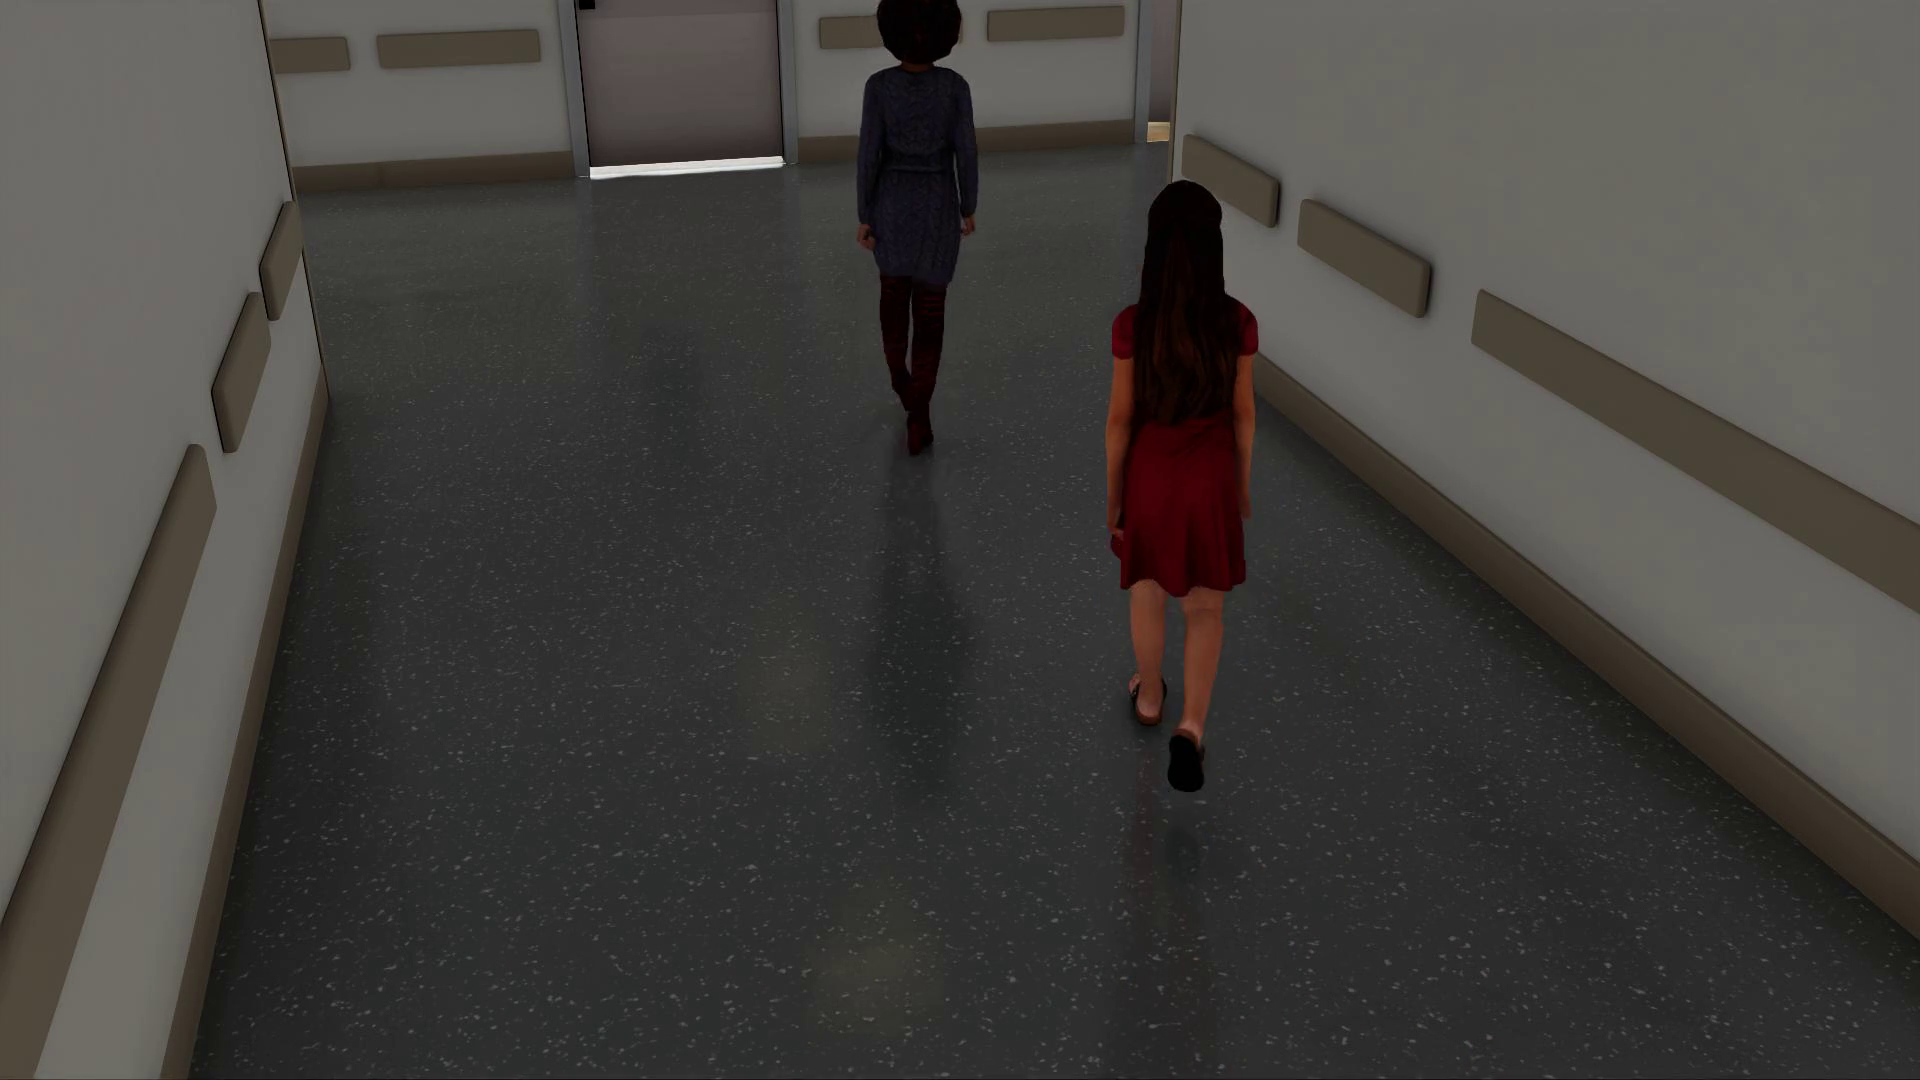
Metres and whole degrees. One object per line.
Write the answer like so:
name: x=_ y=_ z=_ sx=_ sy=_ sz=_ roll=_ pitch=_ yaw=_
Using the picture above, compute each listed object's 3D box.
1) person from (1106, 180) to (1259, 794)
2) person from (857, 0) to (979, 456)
person: x=0.556 y=-0.104 z=4.165 sx=0.964 sy=1.534 sz=0.813 roll=2 pitch=26 yaw=3
person: x=-0.175 y=-1.140 z=6.126 sx=0.888 sy=1.696 sz=0.842 roll=3 pitch=26 yaw=6
